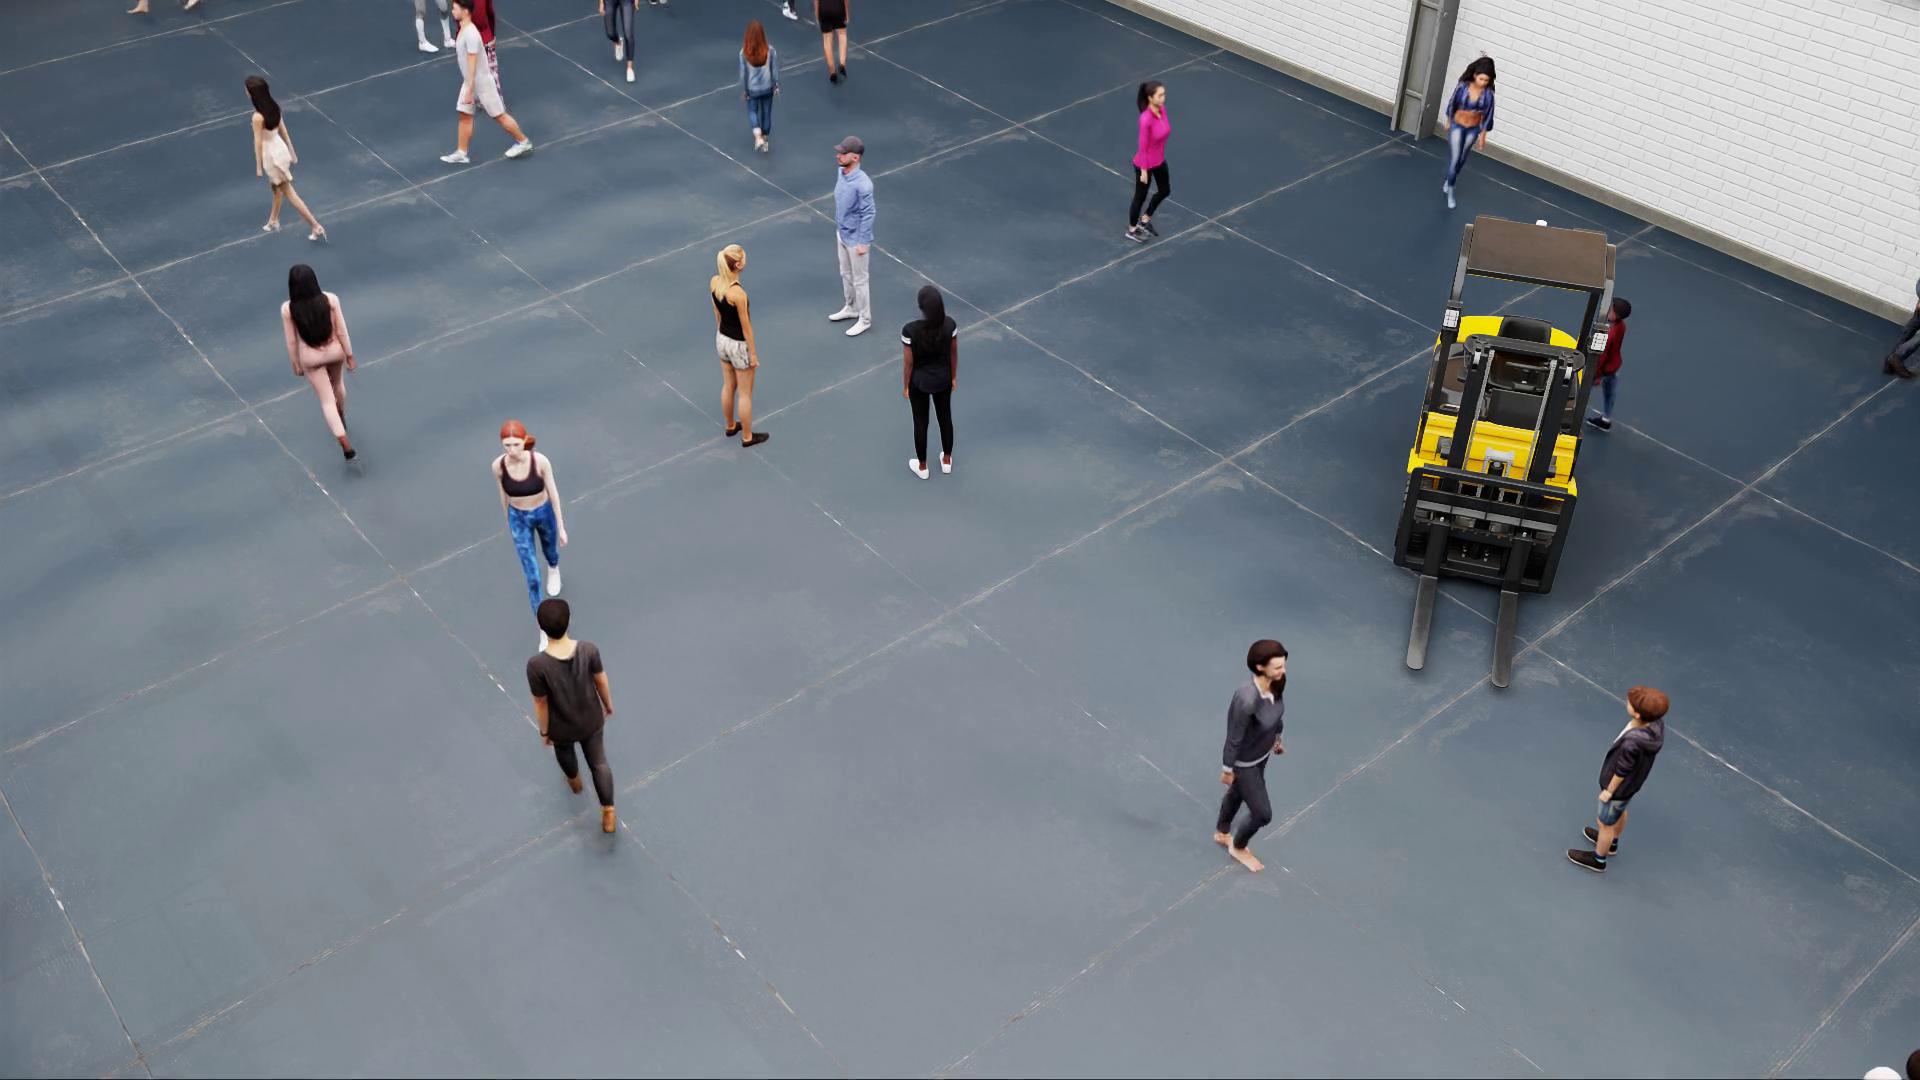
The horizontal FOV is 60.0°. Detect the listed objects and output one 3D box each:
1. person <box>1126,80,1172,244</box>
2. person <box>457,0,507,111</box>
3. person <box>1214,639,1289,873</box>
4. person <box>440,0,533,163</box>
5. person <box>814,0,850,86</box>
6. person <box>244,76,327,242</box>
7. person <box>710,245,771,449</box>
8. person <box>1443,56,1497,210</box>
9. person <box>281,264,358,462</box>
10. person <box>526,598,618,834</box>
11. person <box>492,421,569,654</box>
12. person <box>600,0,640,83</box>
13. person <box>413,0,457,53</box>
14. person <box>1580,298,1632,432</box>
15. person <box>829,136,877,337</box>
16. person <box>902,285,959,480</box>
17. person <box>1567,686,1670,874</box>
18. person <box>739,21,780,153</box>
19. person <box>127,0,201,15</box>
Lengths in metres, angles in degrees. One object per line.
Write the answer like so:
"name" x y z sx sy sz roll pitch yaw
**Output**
"person" 1.788 -3.731 16.375 0.687 1.687 0.663 24 44 27
"person" -5.367 -5.591 18.698 0.634 1.685 0.642 -28 46 -30
"person" 1.677 1.257 10.064 0.724 1.758 0.721 21 43 24
"person" -5.028 -4.875 17.701 0.945 1.809 1.222 -18 42 -21
"person" -1.496 -6.101 19.352 0.677 1.665 0.726 -4 39 -5
"person" -6.629 -3.681 16.298 1.049 1.695 0.944 7 39 9
"person" -1.838 -1.594 13.566 0.474 1.844 0.663 31 48 33
"person" 5.167 -4.237 17.086 0.944 1.580 0.972 13 40 16
"person" -5.140 -1.406 13.459 0.779 1.683 1.192 -20 43 -23
"person" -2.374 1.118 10.289 0.822 1.694 1.129 -15 41 -18
"person" -3.008 -0.136 11.831 1.007 1.740 1.268 -6 39 -8
"person" -4.022 -6.358 19.567 0.885 1.798 1.020 -5 39 -6
"person" -6.580 -6.735 20.131 0.902 1.684 0.786 15 41 18
"person" 5.431 -1.436 13.853 0.530 1.238 0.735 -29 47 -32
"person" -0.961 -2.762 14.993 0.743 1.887 0.559 -20 43 -23
"person" -0.234 -1.264 13.236 0.690 1.739 0.694 -12 40 -14
"person" 4.023 1.440 10.086 0.534 1.446 0.550 31 48 33
"person" -2.153 -4.854 17.949 0.719 1.468 0.790 -7 39 -9
"person" -10.242 -7.508 21.133 0.859 1.652 1.148 -18 42 -21
